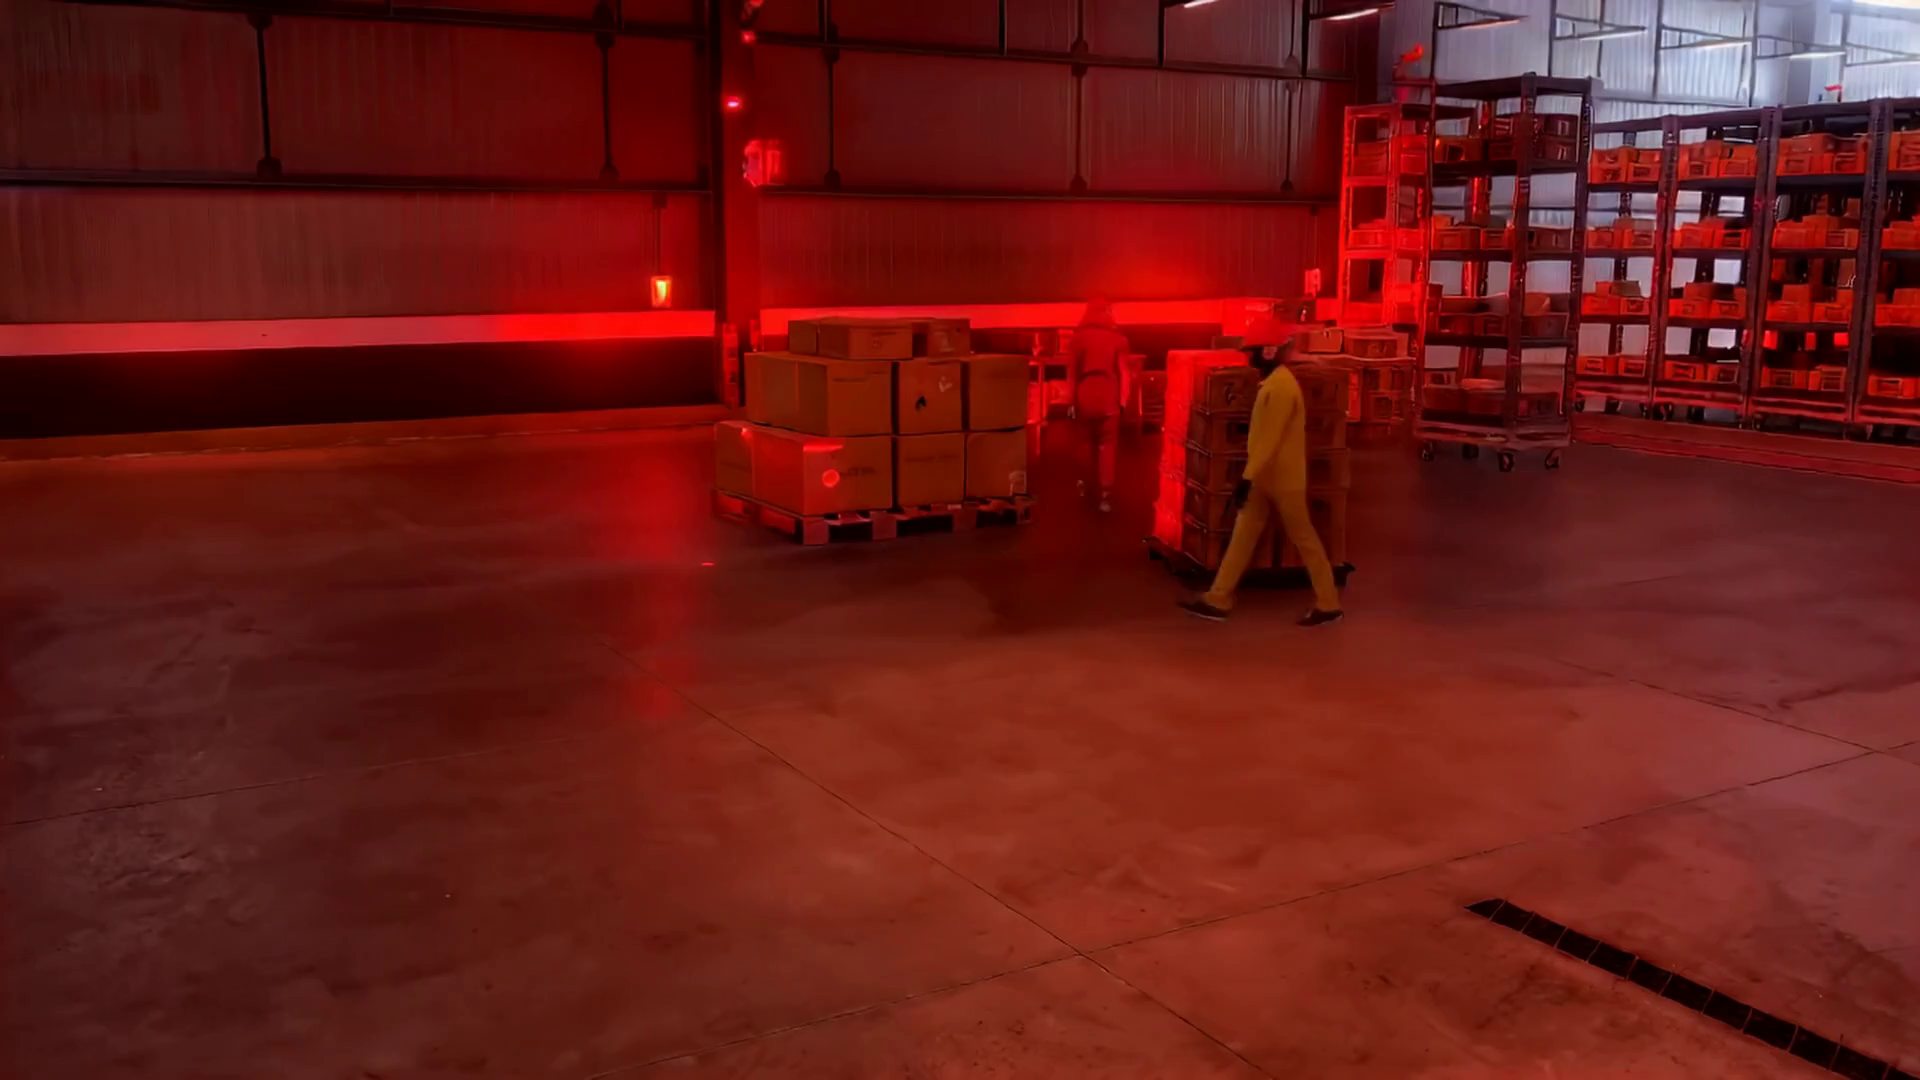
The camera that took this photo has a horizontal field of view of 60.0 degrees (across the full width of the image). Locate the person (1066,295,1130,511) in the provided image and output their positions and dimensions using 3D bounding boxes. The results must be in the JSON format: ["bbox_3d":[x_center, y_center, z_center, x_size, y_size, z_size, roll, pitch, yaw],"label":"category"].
[{"bbox_3d":[1.106,-1.101,13.287,0.501,1.685,0.893,2,10,10],"label":"person"}]

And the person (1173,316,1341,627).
[{"bbox_3d":[1.678,-0.361,9.069,0.928,1.694,0.570,0,10,-2],"label":"person"}]
